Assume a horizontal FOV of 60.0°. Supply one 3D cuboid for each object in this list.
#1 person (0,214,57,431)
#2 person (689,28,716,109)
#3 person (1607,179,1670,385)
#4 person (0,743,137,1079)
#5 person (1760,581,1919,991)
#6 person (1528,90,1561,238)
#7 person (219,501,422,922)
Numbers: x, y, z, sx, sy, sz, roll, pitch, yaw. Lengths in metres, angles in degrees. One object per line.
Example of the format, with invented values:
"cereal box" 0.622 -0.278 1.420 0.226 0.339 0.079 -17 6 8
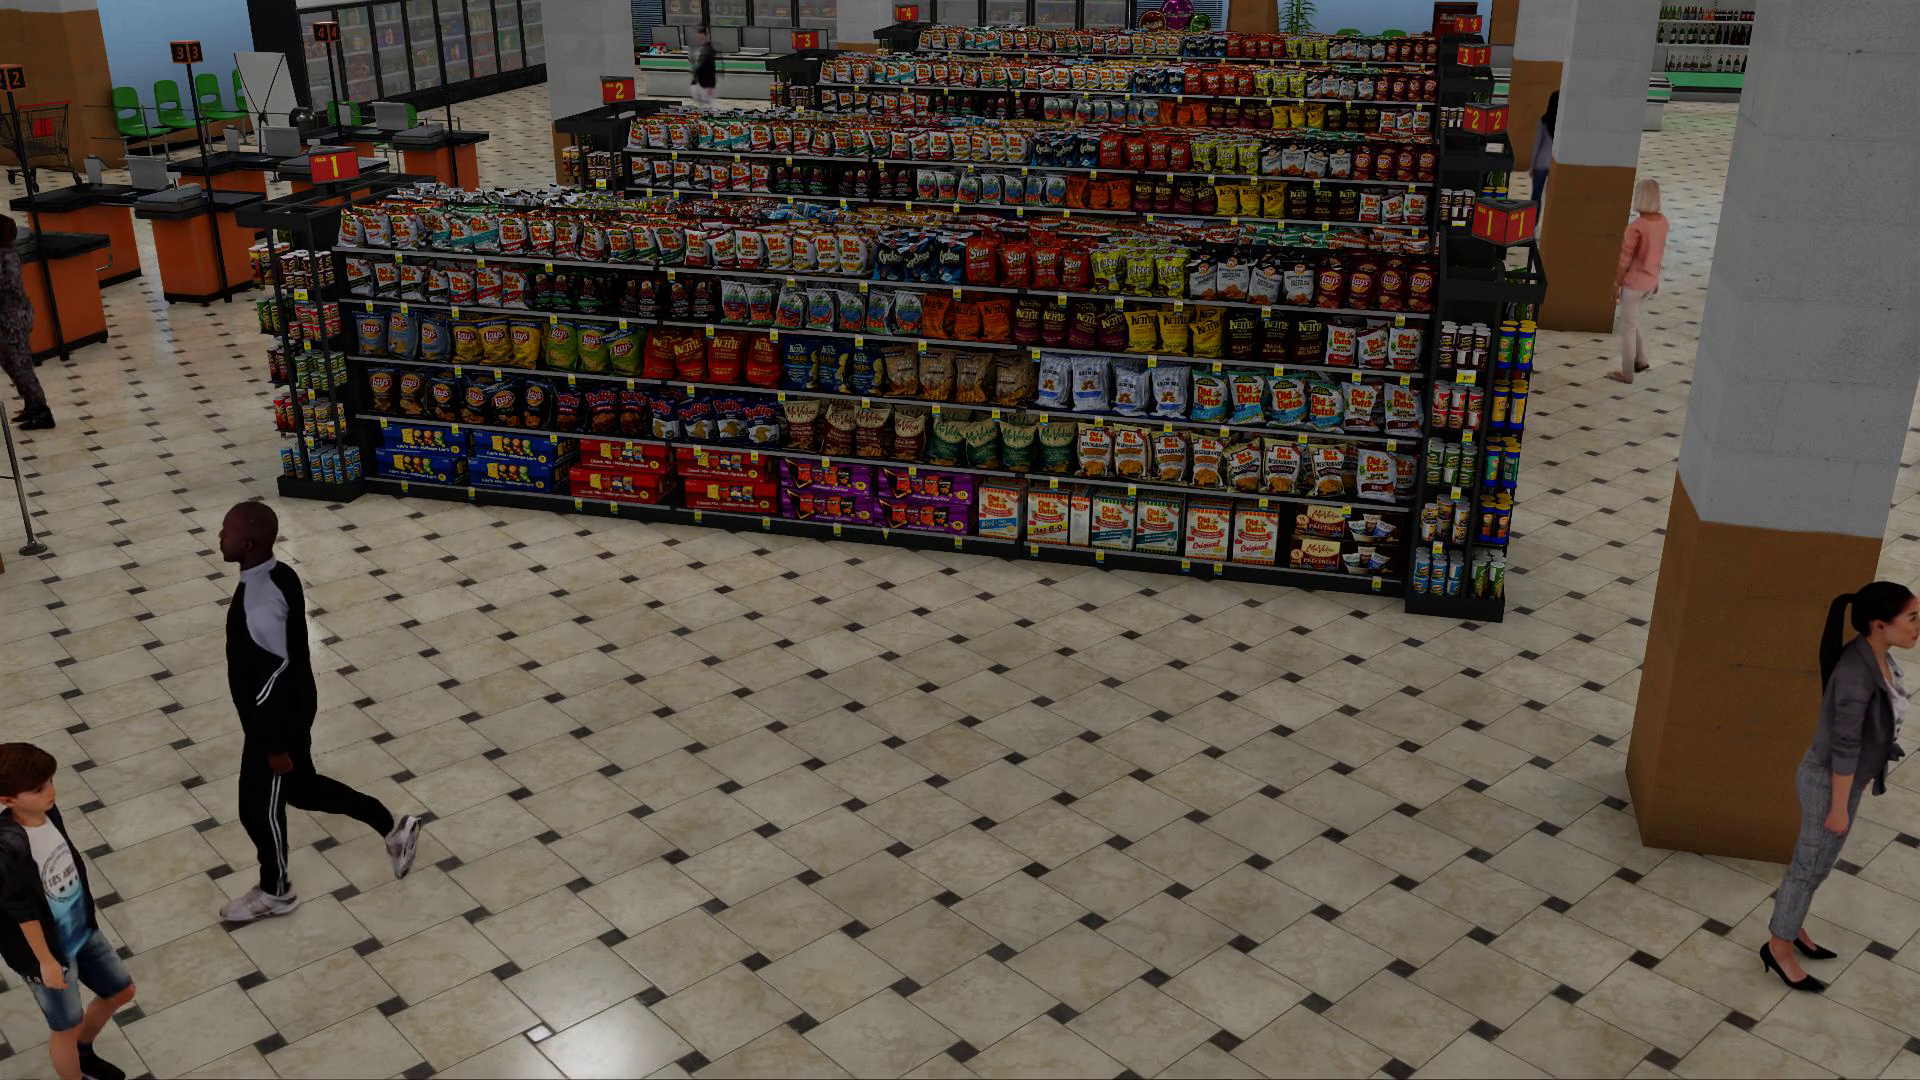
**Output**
"person" -7.151 -1.661 12.714 0.747 1.706 0.713 -3 22 -8
"person" -4.042 -7.136 26.217 0.720 1.797 0.837 19 29 39
"person" 5.720 -2.129 13.862 0.746 1.719 0.804 -12 25 -28
"person" -3.105 1.339 5.608 0.603 1.436 0.581 1 22 3
"person" 3.327 0.923 6.325 0.672 1.674 0.679 14 26 31
"person" 6.860 -4.318 19.310 0.649 1.718 0.694 6 23 14
"person" -2.659 0.698 6.713 1.169 1.802 0.968 -5 22 -12
